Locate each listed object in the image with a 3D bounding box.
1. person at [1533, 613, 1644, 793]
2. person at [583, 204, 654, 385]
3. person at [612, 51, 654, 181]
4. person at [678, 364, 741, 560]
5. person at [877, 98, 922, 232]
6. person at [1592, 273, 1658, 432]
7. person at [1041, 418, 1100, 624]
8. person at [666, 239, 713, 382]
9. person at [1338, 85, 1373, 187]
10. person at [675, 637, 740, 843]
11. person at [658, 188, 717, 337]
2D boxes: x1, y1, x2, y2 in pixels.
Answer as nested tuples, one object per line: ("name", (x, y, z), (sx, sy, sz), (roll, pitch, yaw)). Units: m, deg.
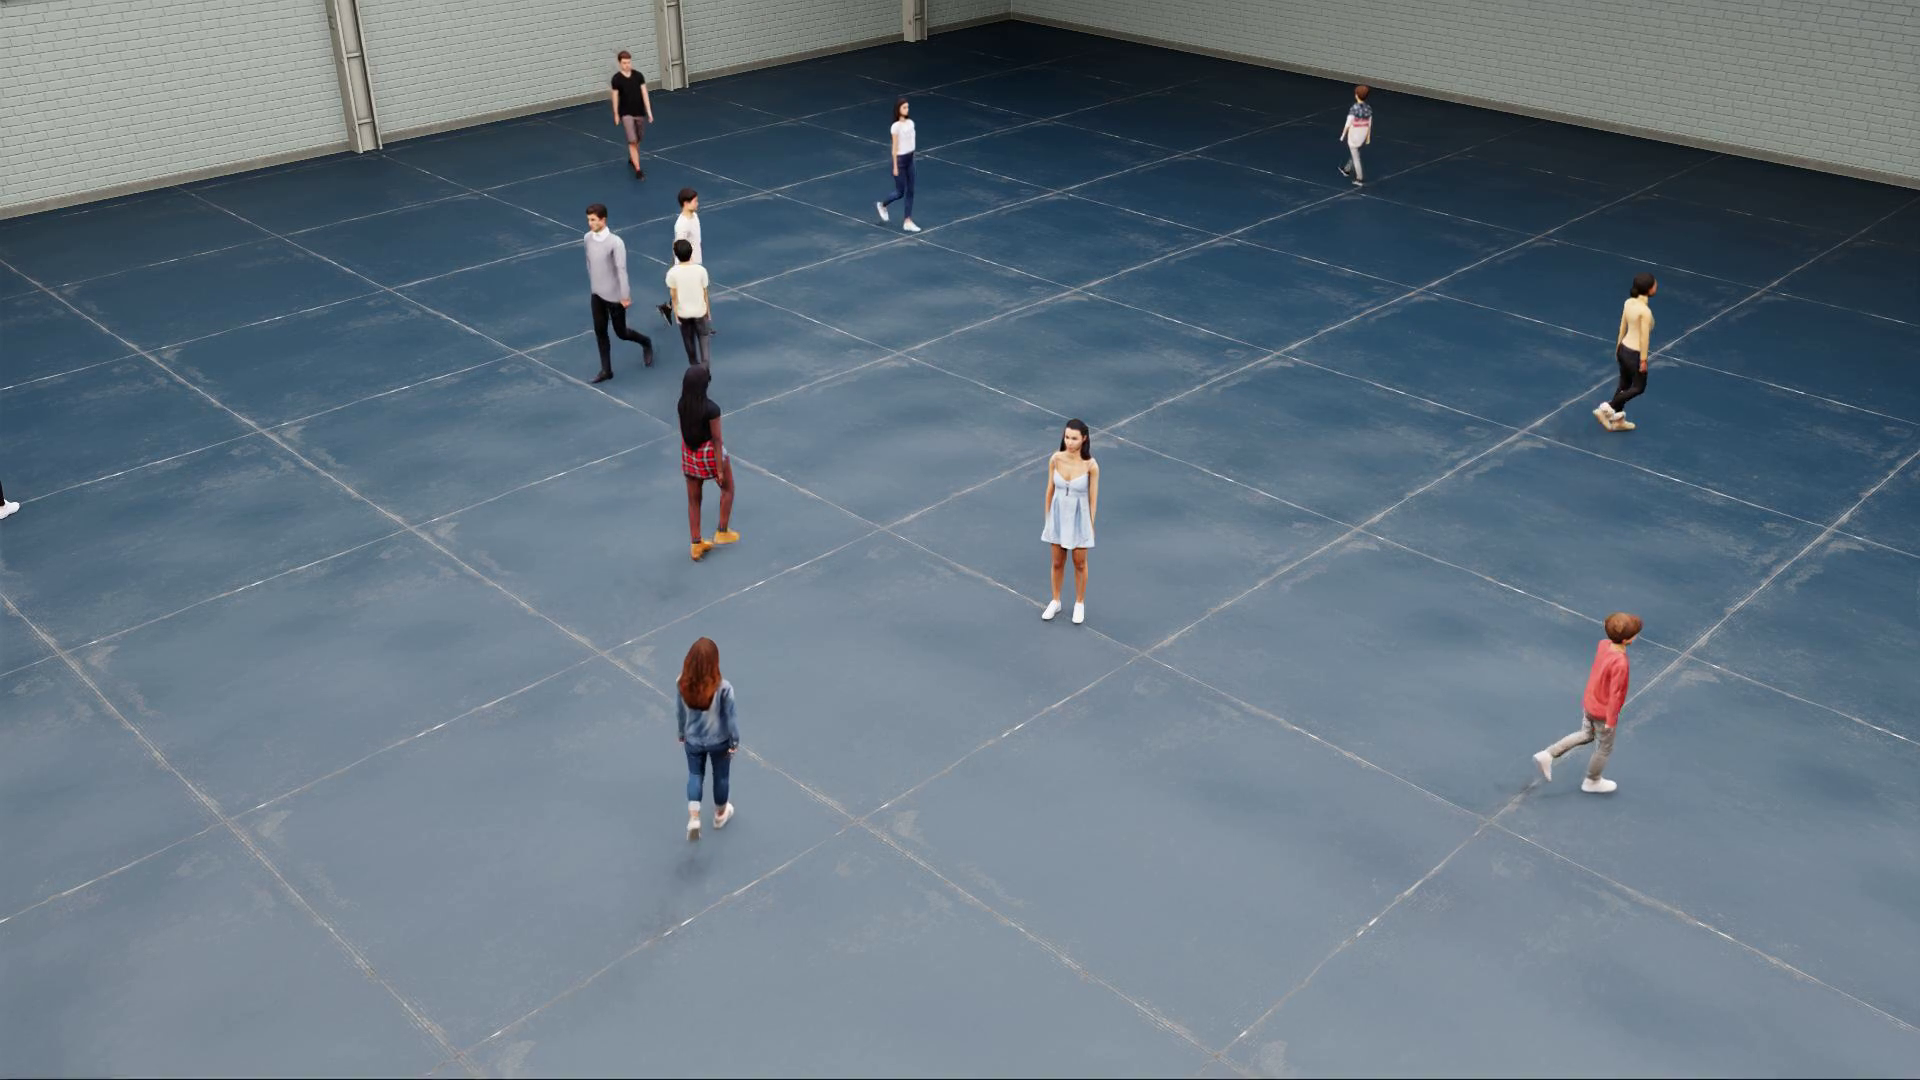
("person", (4.226, 1.108, 11.135), (0.882, 1.397, 0.810), (-1, 28, -2))
("person", (-3.659, -2.641, 17.642), (0.883, 1.899, 1.191), (17, 32, 29))
("person", (-4.869, -6.315, 24.615), (1.202, 1.829, 0.924), (-16, 32, -27))
("person", (-2.214, -0.622, 14.052), (0.718, 1.709, 0.803), (13, 31, 23))
("person", (-0.826, -5.019, 22.256), (0.735, 1.757, 0.879), (19, 33, 31))
("person", (6.543, -1.817, 16.358), (0.896, 1.650, 0.818), (-4, 28, -8))
("person", (0.879, -0.160, 13.161), (0.671, 1.730, 0.682), (8, 29, 14))
("person", (-2.810, -2.349, 17.439), (0.816, 1.573, 0.850), (-5, 28, -9))
("person", (5.826, -5.865, 24.229), (0.960, 1.396, 0.804), (-12, 30, -22))
("person", (-1.650, 1.312, 10.679), (0.813, 1.466, 0.902), (4, 28, 8))
("person", (-3.138, -3.137, 18.785), (1.021, 1.699, 0.998), (4, 28, 8))
